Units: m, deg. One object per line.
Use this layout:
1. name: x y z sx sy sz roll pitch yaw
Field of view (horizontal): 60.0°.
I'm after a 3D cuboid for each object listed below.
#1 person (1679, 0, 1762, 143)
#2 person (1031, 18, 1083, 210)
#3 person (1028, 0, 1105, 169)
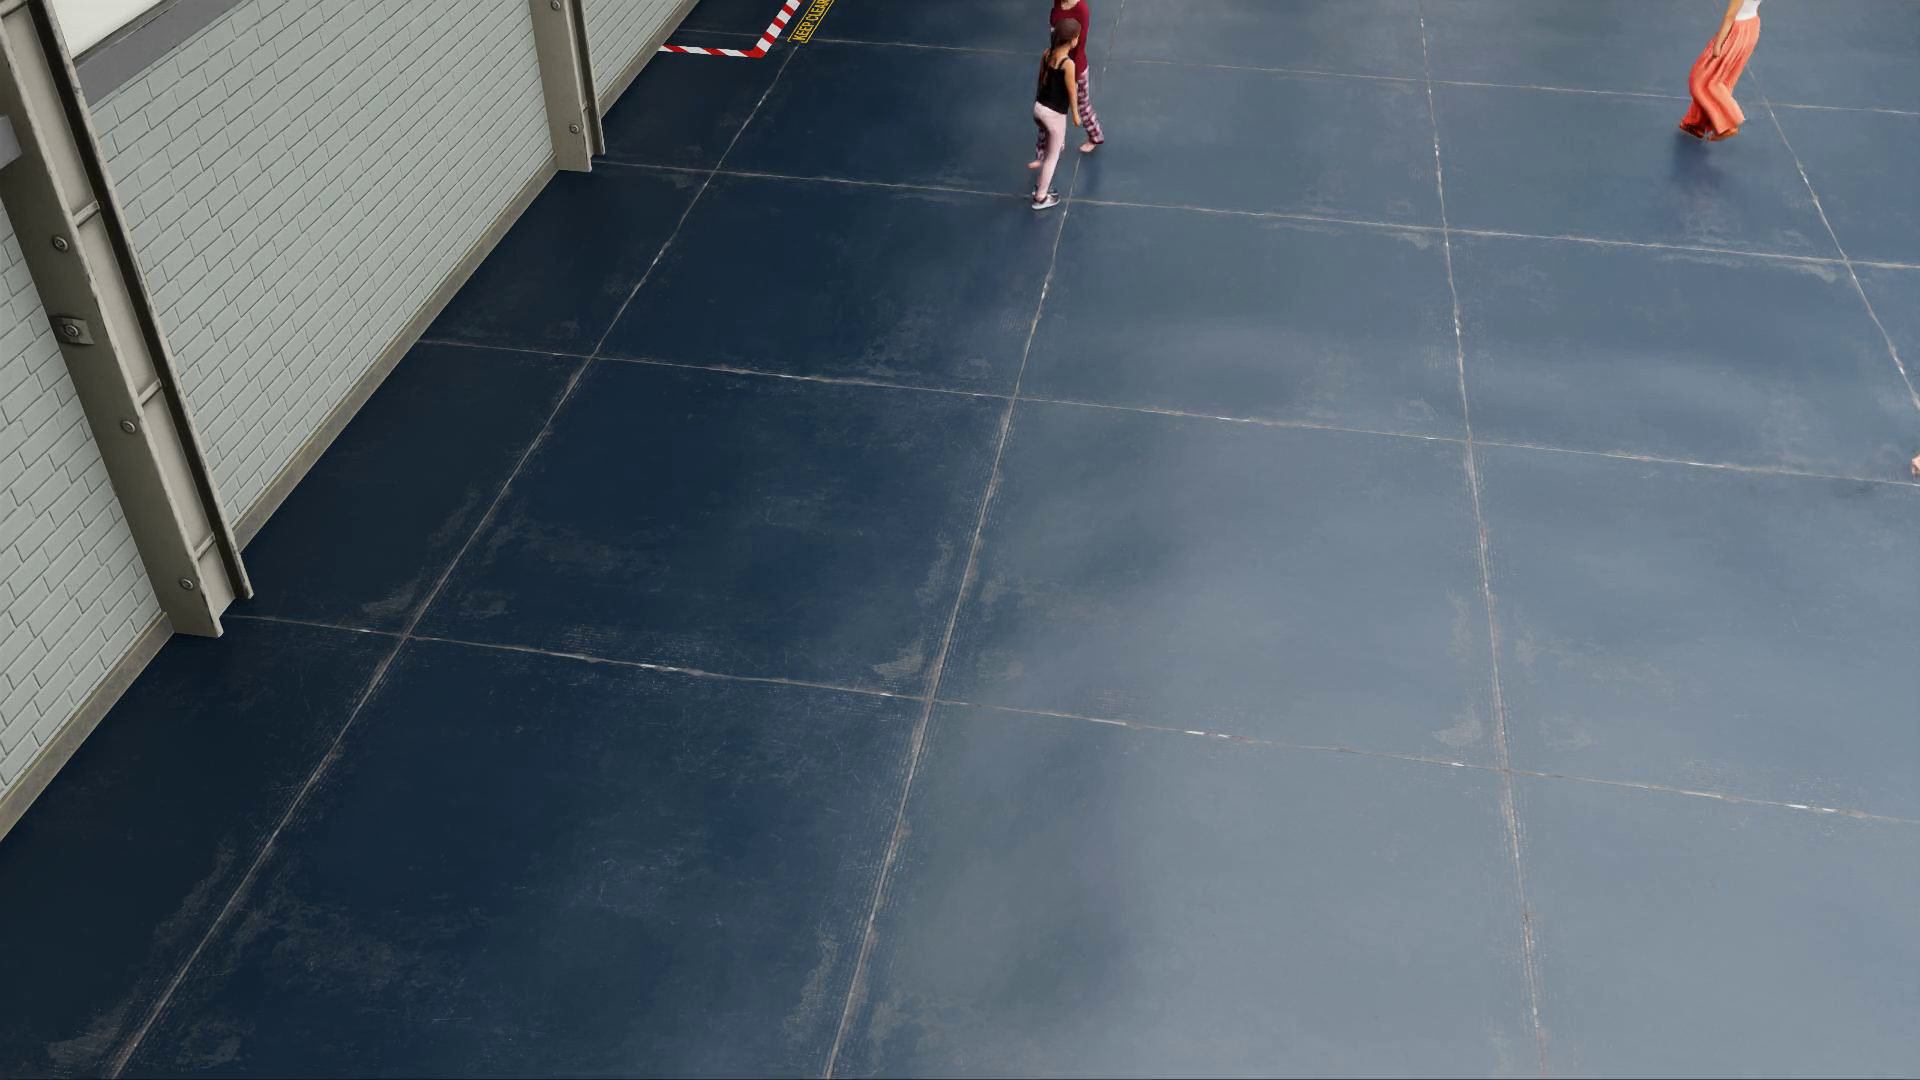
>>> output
1. person: 6.511 -4.138 13.845 0.928 1.793 0.985 -24 44 -28
2. person: 0.666 -3.280 12.956 0.730 1.537 0.667 -24 44 -27
3. person: 0.953 -3.889 13.636 1.128 1.660 1.033 -27 45 -30
